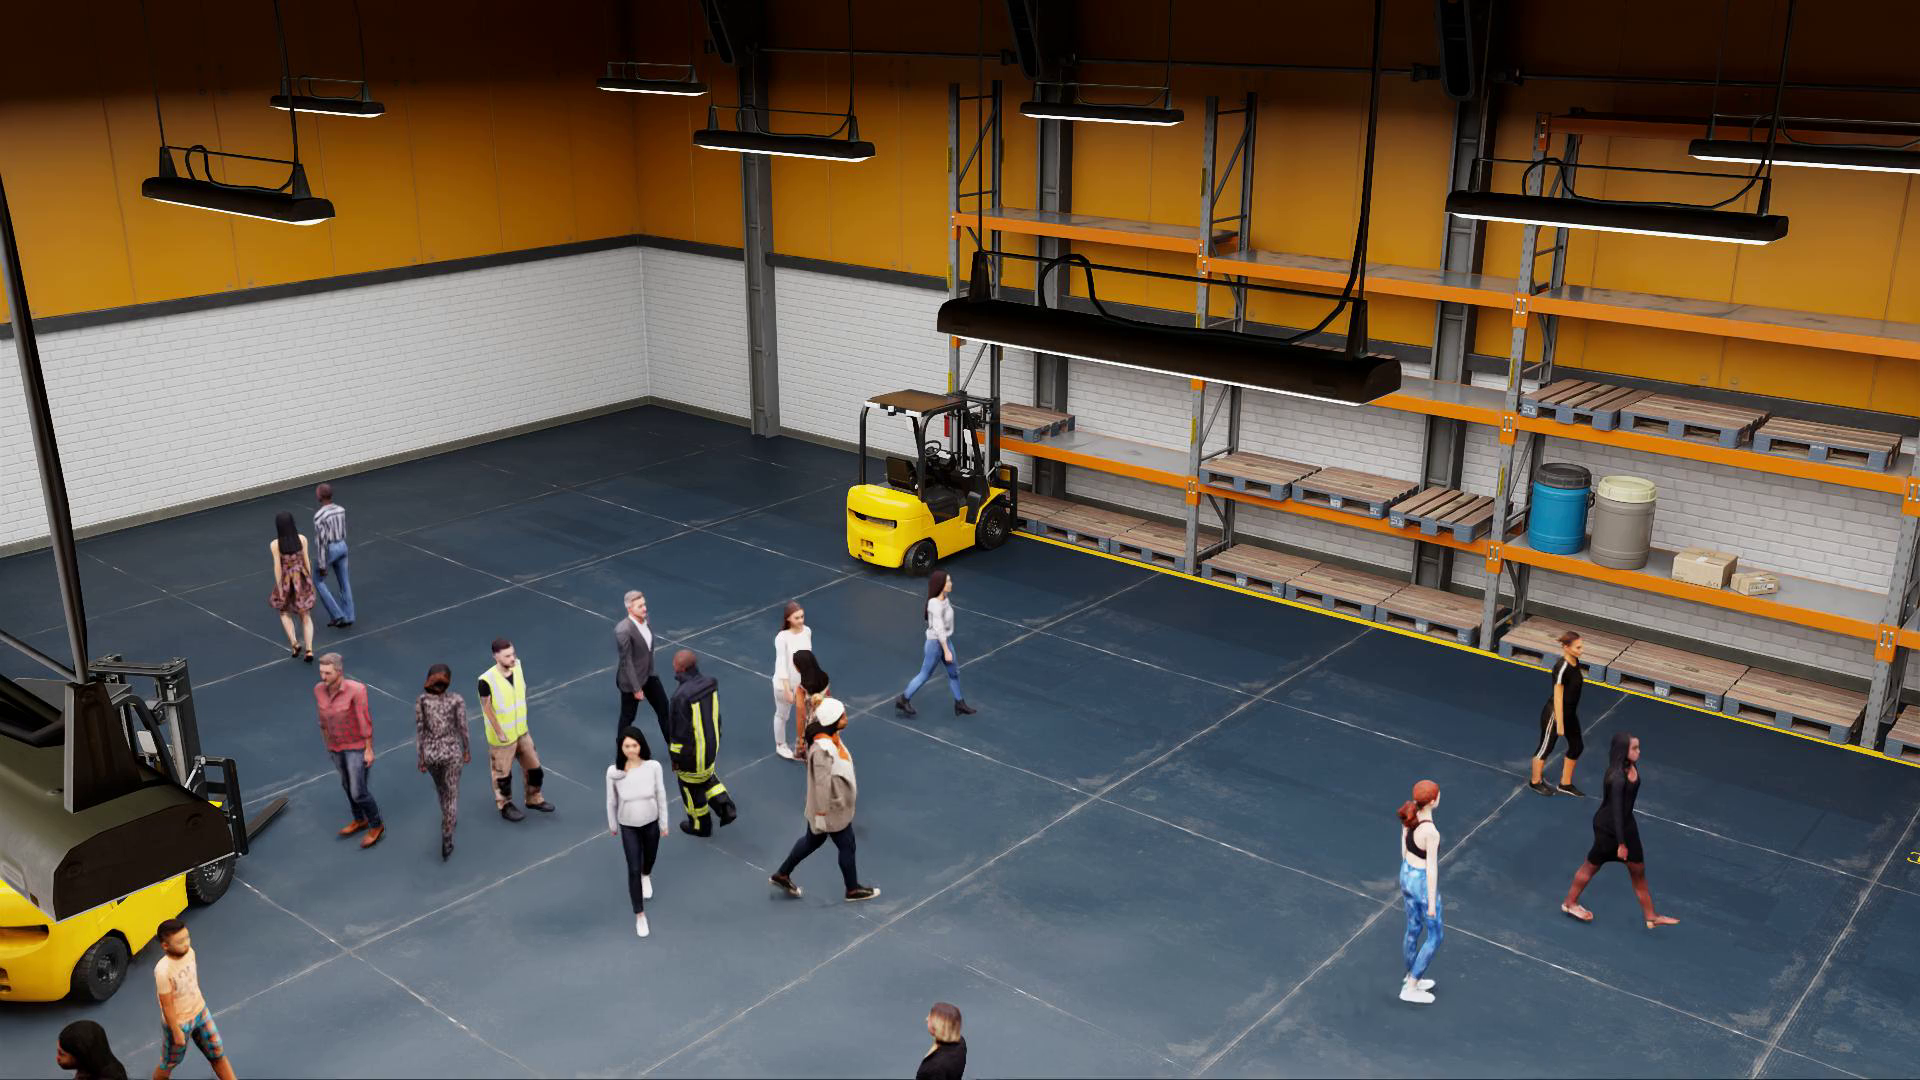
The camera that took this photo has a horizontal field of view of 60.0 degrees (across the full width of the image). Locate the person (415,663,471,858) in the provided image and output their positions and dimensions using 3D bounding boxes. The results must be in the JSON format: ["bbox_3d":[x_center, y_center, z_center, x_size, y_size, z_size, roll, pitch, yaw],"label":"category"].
[{"bbox_3d":[-4.516,1.940,14.475,0.996,1.672,1.070,-2,19,-7],"label":"person"}]

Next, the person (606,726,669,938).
[{"bbox_3d":[-2.597,2.272,13.505,0.988,1.661,1.182,-6,20,-17],"label":"person"}]

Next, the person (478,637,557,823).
[{"bbox_3d":[-4.132,1.685,14.997,0.759,1.823,0.737,11,22,30],"label":"person"}]

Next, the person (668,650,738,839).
[{"bbox_3d":[-2.259,1.813,14.647,0.907,1.804,0.818,11,22,31],"label":"person"}]

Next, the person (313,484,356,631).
[{"bbox_3d":[-7.236,0.224,19.400,0.738,1.781,0.743,8,20,21],"label":"person"}]

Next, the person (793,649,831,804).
[{"bbox_3d":[-1.251,1.761,15.091,0.655,1.617,0.804,-18,25,-42],"label":"person"}]

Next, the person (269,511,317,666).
[{"bbox_3d":[-7.332,0.560,18.438,0.692,1.758,0.756,-15,24,-38],"label":"person"}]

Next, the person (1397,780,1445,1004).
[{"bbox_3d":[3.350,2.612,12.310,0.817,1.780,0.757,-7,20,-19],"label":"person"}]

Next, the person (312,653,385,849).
[{"bbox_3d":[-5.358,1.803,14.655,0.758,1.816,0.869,7,20,20],"label":"person"}]

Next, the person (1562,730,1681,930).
[{"bbox_3d":[5.153,2.320,13.331,1.083,1.681,0.619,14,23,35],"label":"person"}]

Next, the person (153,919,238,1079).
[{"bbox_3d":[-5.256,3.199,11.123,1.075,1.425,0.876,3,19,10],"label":"person"}]

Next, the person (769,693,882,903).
[{"bbox_3d":[-1.191,2.129,13.618,1.206,1.862,1.188,-3,19,-10],"label":"person"}]

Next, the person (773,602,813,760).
[{"bbox_3d":[-1.675,1.363,16.205,0.866,1.662,0.665,17,25,41],"label":"person"}]

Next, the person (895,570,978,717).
[{"bbox_3d":[-0.314,1.104,17.082,1.158,1.594,0.937,4,19,11],"label":"person"}]

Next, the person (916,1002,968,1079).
[{"bbox_3d":[-0.005,3.504,9.845,0.681,1.663,0.692,7,20,21],"label":"person"}]

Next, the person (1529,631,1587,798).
[{"bbox_3d":[5.523,1.602,15.509,0.631,1.653,0.748,-18,25,-42],"label":"person"}]

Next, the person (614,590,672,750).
[{"bbox_3d":[-3.186,1.322,16.091,1.164,1.811,0.958,6,20,18],"label":"person"}]

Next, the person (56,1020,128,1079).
[{"bbox_3d":[-4.856,3.534,9.518,0.794,1.814,0.654,-13,23,-35],"label":"person"}]
